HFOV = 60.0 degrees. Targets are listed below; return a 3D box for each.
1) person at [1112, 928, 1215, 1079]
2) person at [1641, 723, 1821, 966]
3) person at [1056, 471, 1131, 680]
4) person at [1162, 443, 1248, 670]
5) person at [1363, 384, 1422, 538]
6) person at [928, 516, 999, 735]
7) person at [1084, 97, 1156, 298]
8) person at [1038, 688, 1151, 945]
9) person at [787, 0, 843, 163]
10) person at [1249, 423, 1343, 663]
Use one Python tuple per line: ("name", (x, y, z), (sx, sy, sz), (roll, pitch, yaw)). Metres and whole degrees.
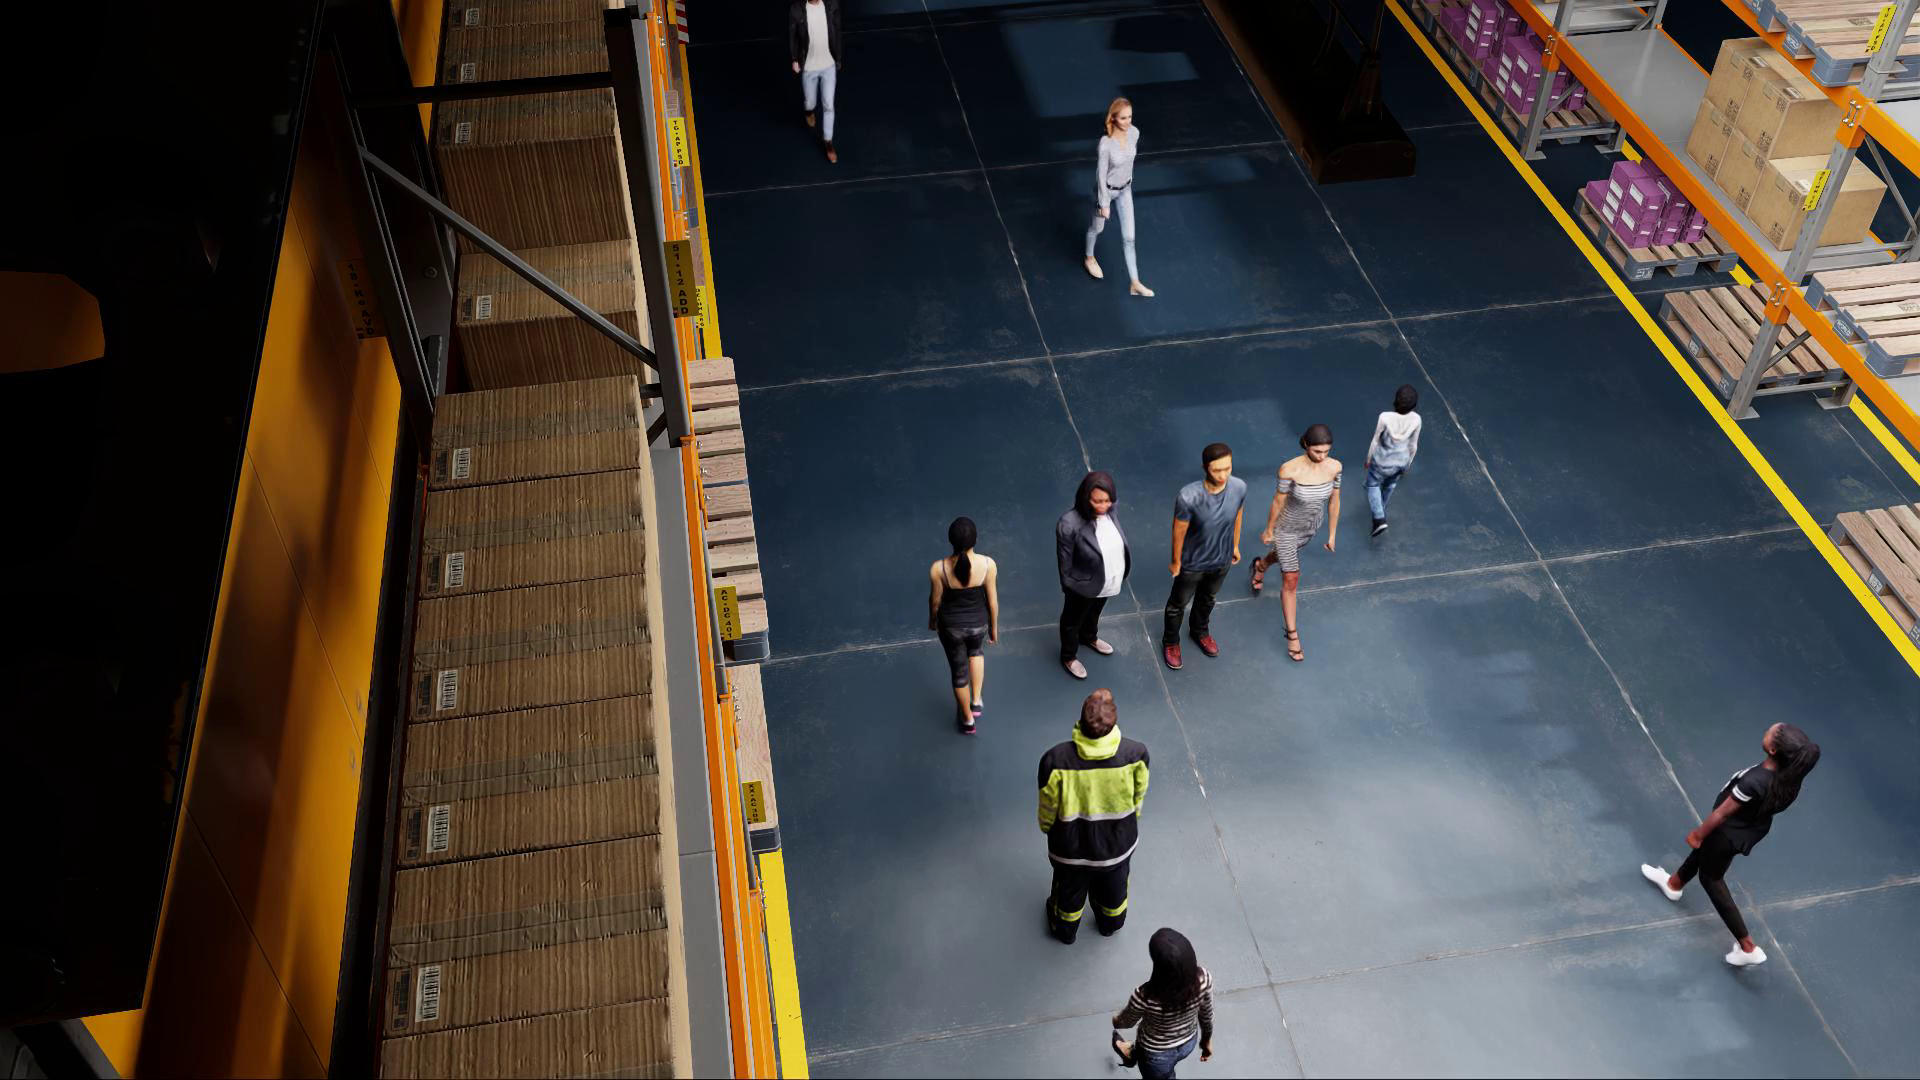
("person", (1.056, 2.612, 8.211), (0.827, 1.742, 1.188), (-18, 47, -18))
("person", (4.345, 1.674, 9.222), (0.914, 1.706, 1.179), (-25, 49, -24))
("person", (0.845, 0.200, 10.849), (0.799, 1.597, 0.837), (-34, 53, -31))
("person", (1.579, 0.076, 10.824), (0.692, 1.810, 0.604), (-14, 45, -14))
("person", (3.077, -0.558, 11.897), (0.533, 1.248, 0.764), (-1, 44, -2))
("person", (0.033, 0.608, 10.333), (0.569, 1.718, 0.593), (-9, 44, -9))
("person", (1.224, -2.942, 14.028), (0.884, 1.760, 1.179), (-24, 48, -23))
("person", (0.721, 1.540, 9.162), (0.769, 1.983, 0.633), (-5, 44, -5))
("person", (-1.358, -4.504, 15.627), (0.736, 1.816, 1.008), (-13, 45, -13))
("person", (2.205, -0.126, 11.065), (0.697, 1.771, 1.141), (-10, 45, -11))
